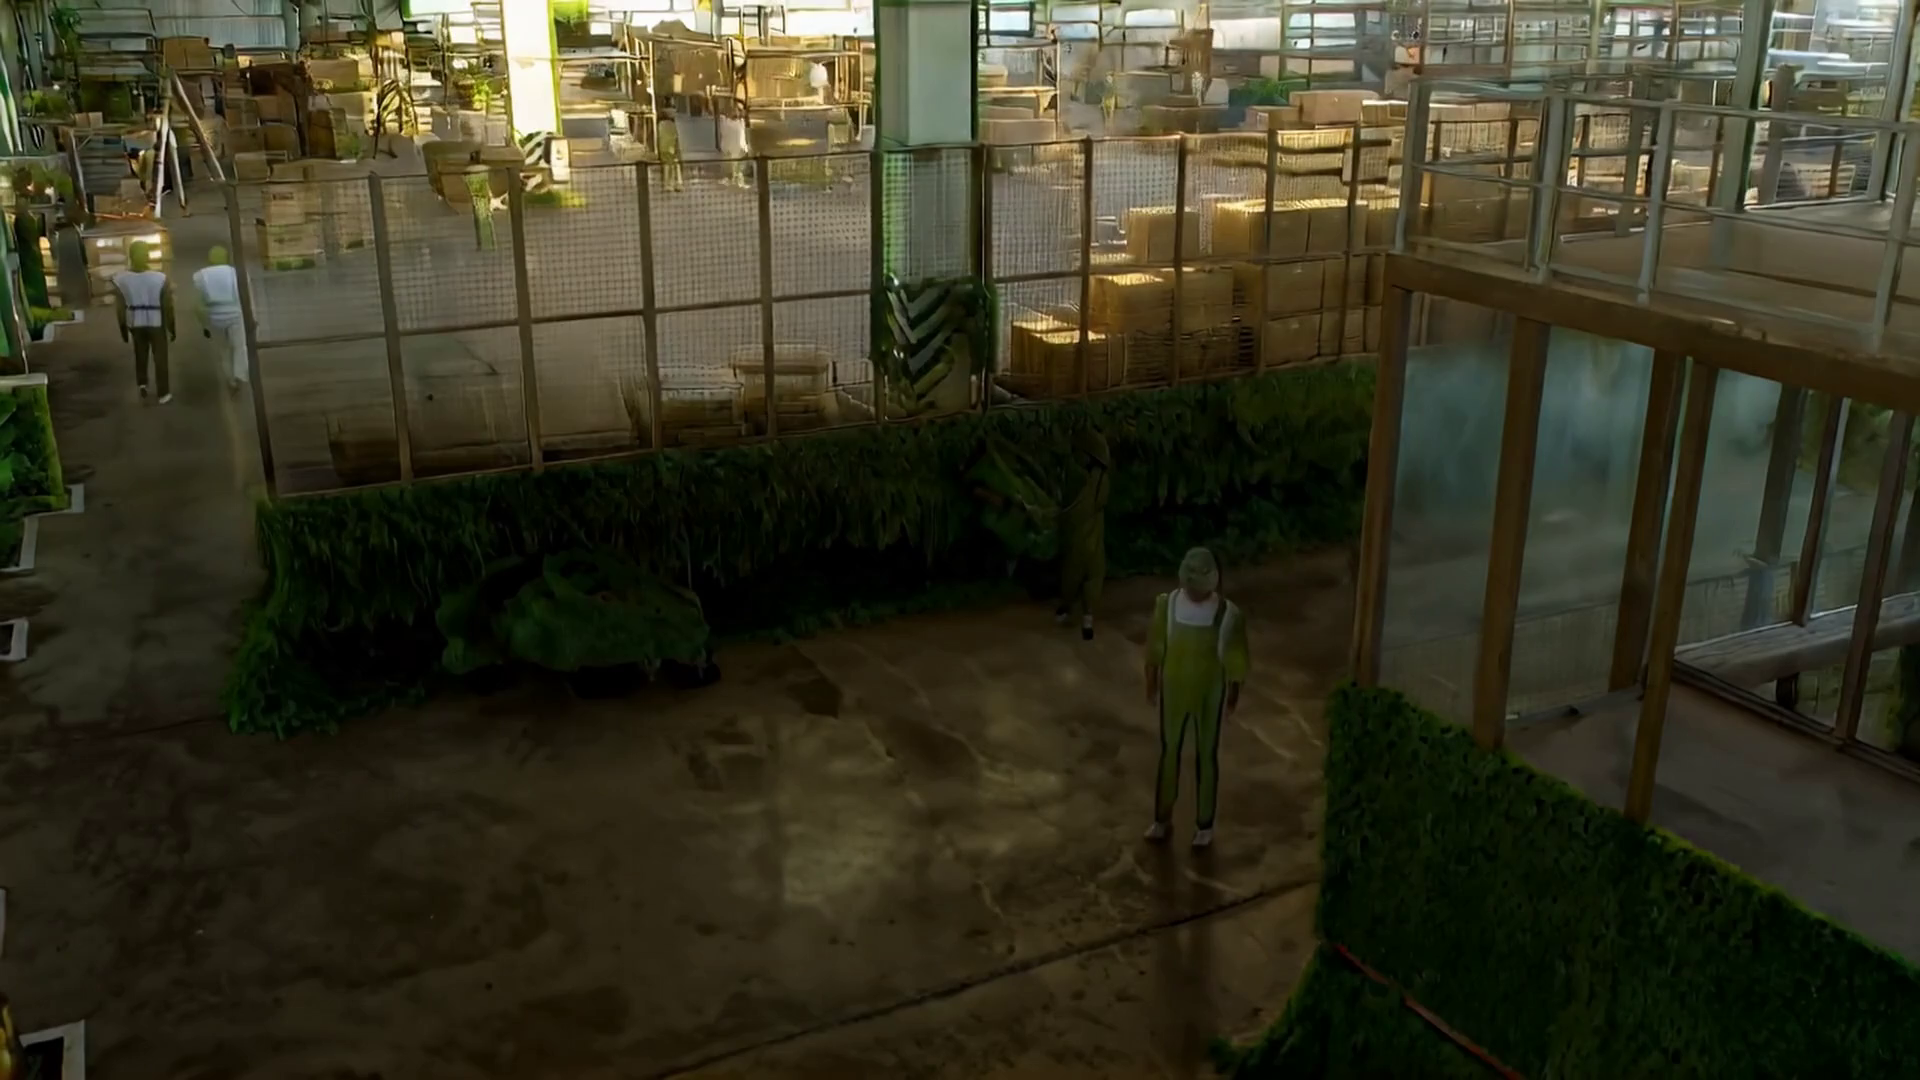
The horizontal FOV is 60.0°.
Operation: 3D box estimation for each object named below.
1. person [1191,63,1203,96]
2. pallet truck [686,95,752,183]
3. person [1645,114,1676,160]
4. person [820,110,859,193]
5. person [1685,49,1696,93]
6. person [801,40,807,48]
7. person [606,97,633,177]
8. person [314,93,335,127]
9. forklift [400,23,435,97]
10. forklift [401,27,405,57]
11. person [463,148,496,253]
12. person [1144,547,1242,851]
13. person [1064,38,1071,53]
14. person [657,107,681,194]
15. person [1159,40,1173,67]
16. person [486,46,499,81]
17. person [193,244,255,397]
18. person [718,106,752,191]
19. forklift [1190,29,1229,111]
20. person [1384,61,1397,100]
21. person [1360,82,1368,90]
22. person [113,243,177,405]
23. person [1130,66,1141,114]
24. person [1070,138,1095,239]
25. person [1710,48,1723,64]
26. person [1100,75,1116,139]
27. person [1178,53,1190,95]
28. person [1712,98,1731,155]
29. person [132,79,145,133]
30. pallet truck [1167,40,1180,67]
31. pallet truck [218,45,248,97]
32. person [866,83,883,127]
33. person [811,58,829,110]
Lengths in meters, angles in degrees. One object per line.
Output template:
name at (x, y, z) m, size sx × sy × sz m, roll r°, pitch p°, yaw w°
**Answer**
person at (7.732, -14.549, 54.223) m, size 0.369 × 1.967 × 0.600 m, roll -2°, pitch 19°, yaw -6°
pallet truck at (-5.836, -9.608, 39.856) m, size 0.823 × 1.965 × 1.885 m, roll 10°, pitch 22°, yaw 27°
person at (15.434, -8.468, 36.728) m, size 0.561 × 1.877 × 1.053 m, roll 17°, pitch 25°, yaw 41°
person at (-2.736, -8.804, 37.764) m, size 0.922 × 1.851 × 0.570 m, roll 14°, pitch 23°, yaw 35°
person at (29.617, -19.068, 67.654) m, size 0.532 × 1.754 × 0.553 m, roll -15°, pitch 24°, yaw -38°
person at (-7.146, -22.383, 77.385) m, size 0.540 × 1.676 × 0.671 m, roll -18°, pitch 26°, yaw -42°
person at (-8.374, -9.927, 40.933) m, size 0.645 × 1.889 × 1.011 m, roll -7°, pitch 20°, yaw -18°
person at (-18.008, -12.066, 47.144) m, size 0.728 × 1.886 × 0.639 m, roll 3°, pitch 19°, yaw 8°
forklift at (-21.535, -18.997, 65.739) m, size 1.129 × 2.768 × 1.873 m, roll -7°, pitch 20°, yaw -18°
forklift at (-20.650, -17.285, 60.777) m, size 1.129 × 2.768 × 1.873 m, roll -17°, pitch 26°, yaw -41°
person at (-8.627, -6.093, 29.871) m, size 0.514 × 1.865 × 0.329 m, roll -9°, pitch 21°, yaw -24°
person at (1.343, 0.910, 9.595) m, size 0.506 × 1.846 × 0.351 m, roll 7°, pitch 20°, yaw 20°
person at (5.111, -22.958, 79.011) m, size 0.321 × 1.694 × 0.535 m, roll 7°, pitch 20°, yaw 19°
person at (-6.586, -8.845, 37.764) m, size 0.583 × 1.921 × 0.390 m, roll 13°, pitch 23°, yaw 34°
person at (8.843, -20.483, 71.490) m, size 0.553 × 1.920 × 0.405 m, roll 15°, pitch 24°, yaw 37°
person at (-20.170, -20.478, 71.821) m, size 0.529 × 1.694 × 0.321 m, roll -15°, pitch 24°, yaw -36°
person at (-8.765, -2.617, 19.867) m, size 0.623 × 1.820 × 0.815 m, roll -5°, pitch 20°, yaw -13°
person at (-5.273, -9.041, 38.380) m, size 0.979 × 1.897 × 0.627 m, roll 9°, pitch 21°, yaw 24°
forklift at (8.494, -16.577, 58.725) m, size 1.873 × 2.768 × 1.129 m, roll -9°, pitch 21°, yaw -25°
person at (14.694, -15.326, 56.587) m, size 0.933 × 1.898 × 0.638 m, roll 3°, pitch 19°, yaw 7°
person at (12.071, -12.800, 49.632) m, size 0.841 × 1.655 × 0.539 m, roll 6°, pitch 20°, yaw 17°
person at (-9.482, -2.492, 19.388) m, size 0.606 × 1.903 × 0.653 m, roll -4°, pitch 19°, yaw -12°
person at (6.191, -15.709, 58.080) m, size 0.522 × 1.638 × 0.309 m, roll -5°, pitch 20°, yaw -14°
person at (2.307, -6.634, 31.426) m, size 0.354 × 1.877 × 0.573 m, roll -17°, pitch 25°, yaw -40°
person at (31.251, -19.430, 68.689) m, size 0.554 × 1.747 × 0.590 m, roll 0°, pitch 19°, yaw -1°
person at (4.429, -12.943, 49.737) m, size 0.535 × 1.860 × 0.331 m, roll 15°, pitch 24°, yaw 37°
person at (8.527, -17.351, 62.471) m, size 0.661 × 1.876 × 0.960 m, roll -17°, pitch 25°, yaw -41°
person at (20.731, -11.195, 44.515) m, size 0.600 × 1.960 × 1.089 m, roll -14°, pitch 24°, yaw -36°
person at (-25.372, -13.403, 51.411) m, size 0.517 × 1.633 × 0.313 m, roll 6°, pitch 20°, yaw 17°
pallet truck at (9.045, -19.971, 69.895) m, size 0.823 × 1.965 × 1.885 m, roll -3°, pitch 19°, yaw -8°
pallet truck at (-28.879, -18.665, 66.111) m, size 0.823 × 1.965 × 1.885 m, roll -3°, pitch 19°, yaw -9°
person at (-2.221, -11.100, 44.114) m, size 0.537 × 2.000 × 0.674 m, roll -1°, pitch 19°, yaw -2°
person at (-5.032, -16.339, 59.628) m, size 0.434 × 1.824 × 0.649 m, roll 15°, pitch 24°, yaw 37°
